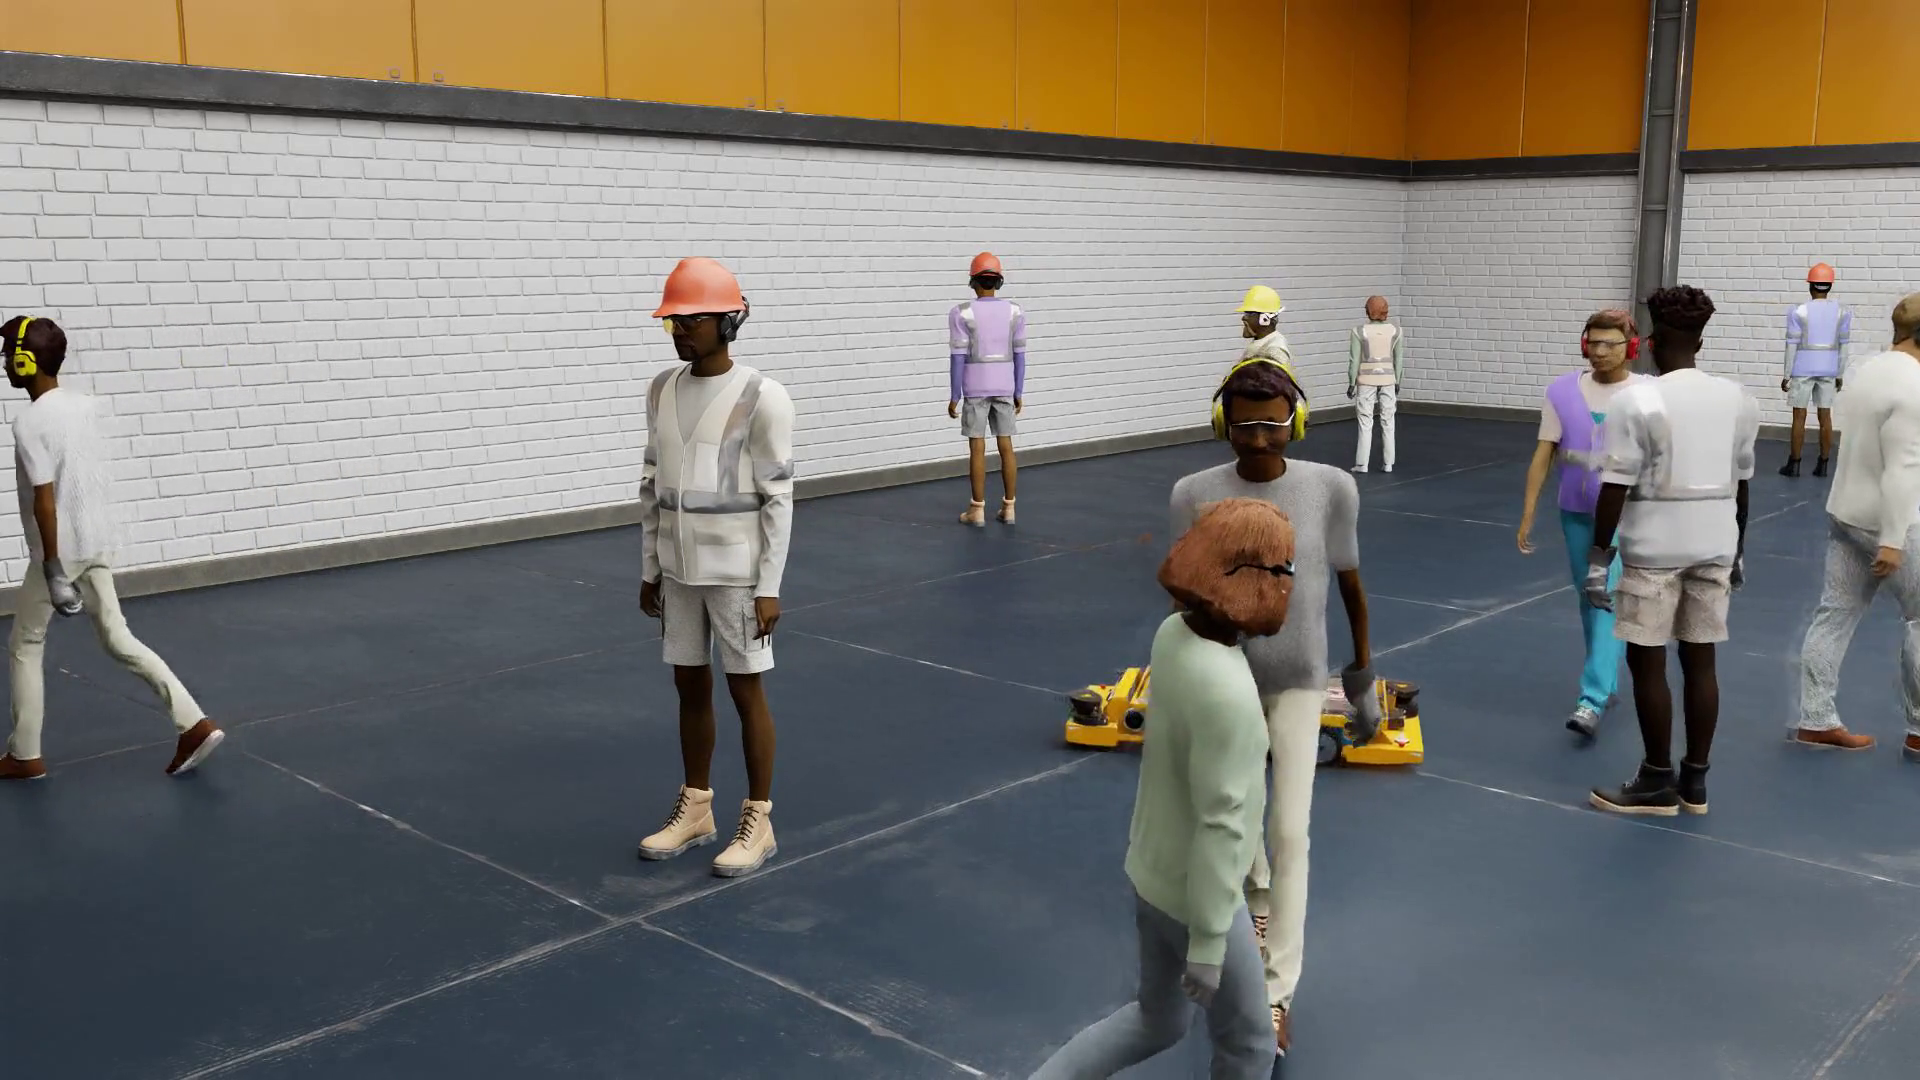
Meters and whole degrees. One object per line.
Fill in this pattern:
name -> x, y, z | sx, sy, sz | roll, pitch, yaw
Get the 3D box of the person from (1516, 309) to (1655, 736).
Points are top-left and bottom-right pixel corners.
person -> 2.702, -0.075, 7.151 | 0.587, 1.801, 0.903 | 9, 14, 43

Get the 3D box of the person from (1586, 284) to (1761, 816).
person -> 2.612, 0.040, 6.141 | 0.650, 1.945, 0.429 | -2, 10, -9

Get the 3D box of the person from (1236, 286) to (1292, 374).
person -> 1.937, -0.728, 10.818 | 0.402, 1.833, 0.586 | -1, 10, -4

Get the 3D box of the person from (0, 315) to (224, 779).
person -> -3.394, 0.052, 6.425 | 0.953, 1.827, 0.512 | 1, 10, 7

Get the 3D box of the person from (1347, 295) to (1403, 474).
person -> 3.818, -1.420, 15.302 | 0.513, 1.642, 0.313 | -1, 10, -5

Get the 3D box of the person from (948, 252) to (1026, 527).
person -> 0.193, -1.120, 12.449 | 0.607, 2.045, 0.390 | -4, 11, -19

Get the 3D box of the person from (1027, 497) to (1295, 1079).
person -> 0.380, 0.701, 3.317 | 0.705, 1.605, 0.536 | -1, 10, -7

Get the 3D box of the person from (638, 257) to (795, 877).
person -> -0.833, 0.094, 5.536 | 0.608, 2.044, 0.371 | 6, 12, 31

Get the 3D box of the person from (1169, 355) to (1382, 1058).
person -> 0.839, 0.409, 4.454 | 0.564, 1.810, 1.034 | 3, 10, 15

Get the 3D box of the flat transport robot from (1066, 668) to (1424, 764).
flat transport robot -> 1.206, 0.719, 7.022 | 1.431, 0.197, 0.652 | 2, 10, 13

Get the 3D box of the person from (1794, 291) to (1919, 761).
person -> 3.856, -0.049, 6.733 | 0.831, 1.905, 0.628 | 1, 10, 4

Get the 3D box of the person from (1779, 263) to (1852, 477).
person -> 7.737, -1.530, 15.084 | 0.545, 1.938, 0.355 | 1, 10, 8
